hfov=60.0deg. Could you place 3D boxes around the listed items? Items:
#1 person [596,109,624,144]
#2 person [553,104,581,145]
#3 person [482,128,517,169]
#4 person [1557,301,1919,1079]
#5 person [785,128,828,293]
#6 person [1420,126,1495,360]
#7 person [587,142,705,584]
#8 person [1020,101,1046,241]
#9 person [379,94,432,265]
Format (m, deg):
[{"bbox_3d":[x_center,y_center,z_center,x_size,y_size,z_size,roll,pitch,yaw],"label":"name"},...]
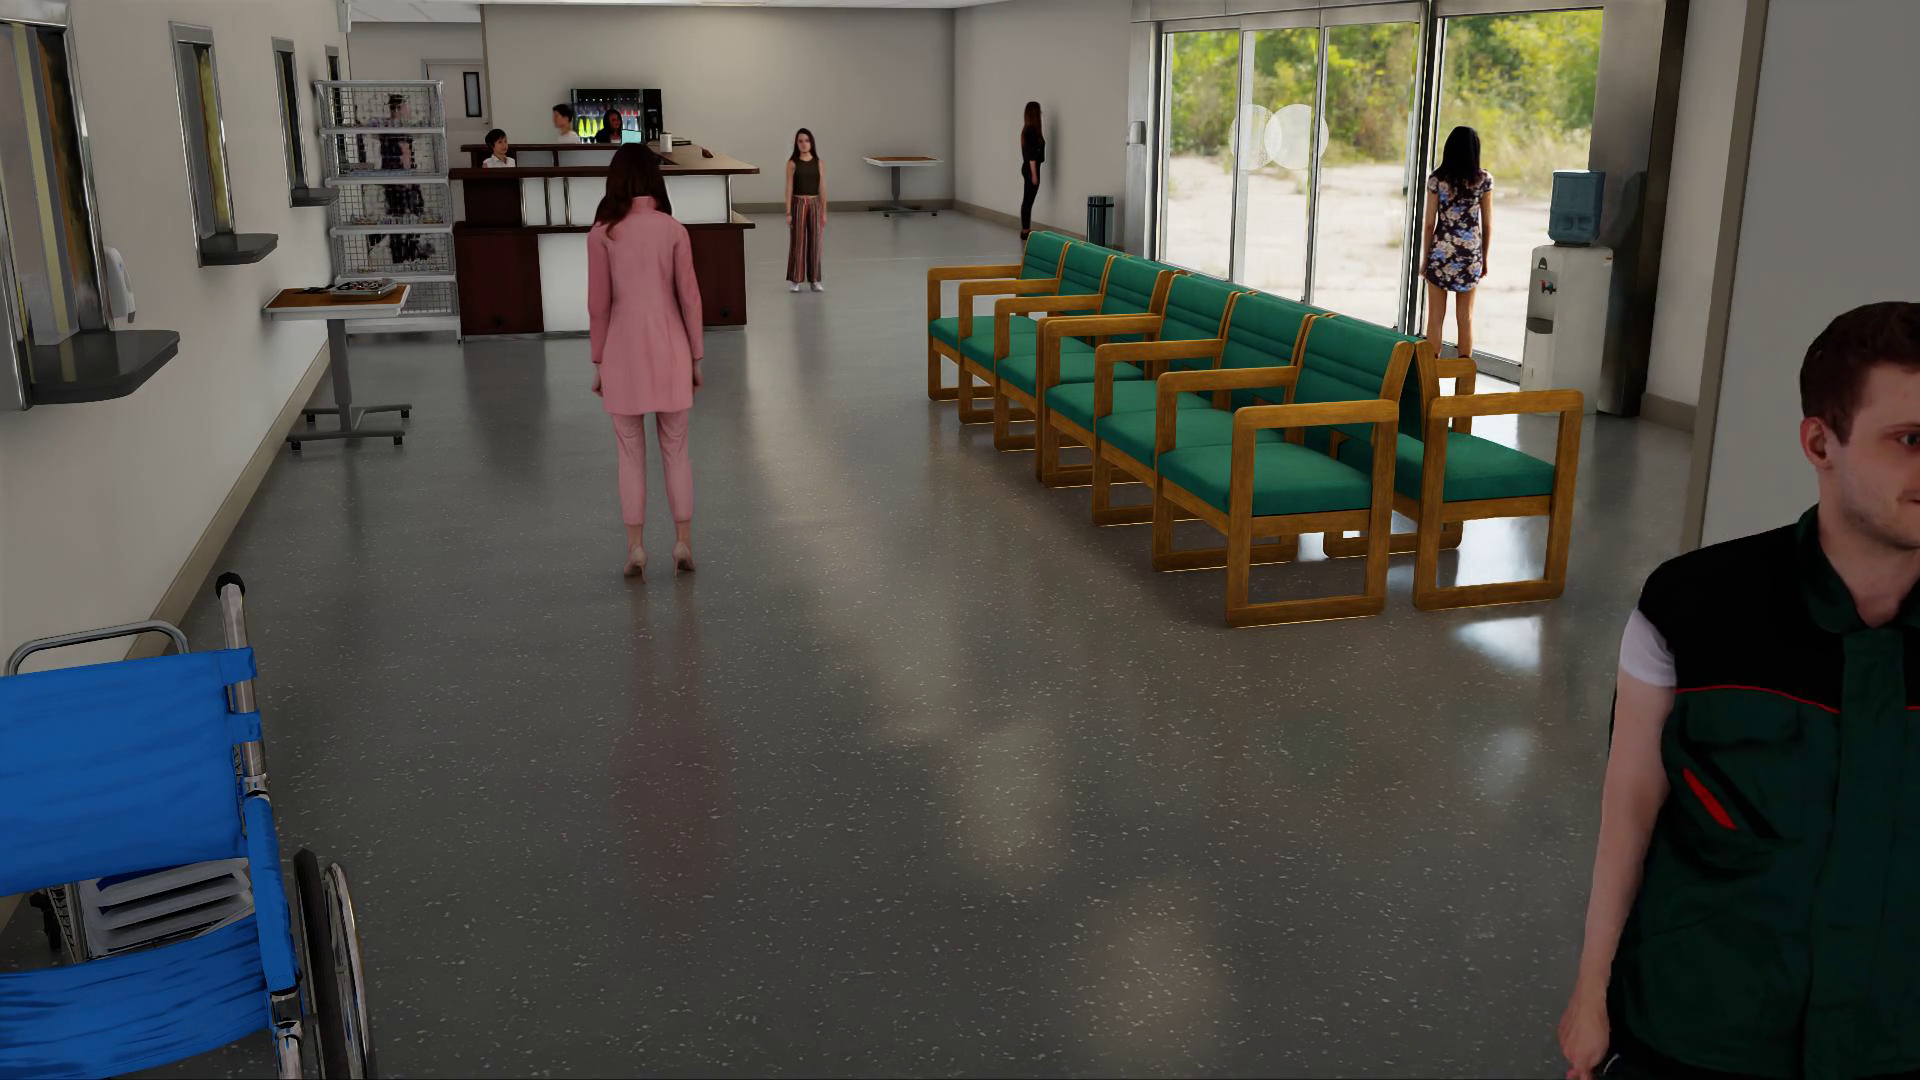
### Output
[{"bbox_3d":[-4.446,-4.696,21.319,0.724,1.616,0.817,-15,22,-42],"label":"person"},{"bbox_3d":[-4.454,-4.165,19.257,0.756,1.712,0.727,-9,18,-29],"label":"person"},{"bbox_3d":[-4.375,-3.139,15.906,0.704,1.556,0.639,10,18,31],"label":"person"},{"bbox_3d":[1.013,0.602,2.125,0.804,1.833,0.849,1,16,4],"label":"person"},{"bbox_3d":[-1.483,-3.180,16.042,0.442,1.561,0.624,-3,16,-12],"label":"person"},{"bbox_3d":[3.293,-1.869,11.075,0.596,1.733,0.724,3,16,9],"label":"person"},{"bbox_3d":[-1.303,-0.721,6.877,0.444,1.801,0.674,-4,16,-15],"label":"person"},{"bbox_3d":[0.888,-4.680,21.083,0.591,1.712,0.639,-1,16,-2],"label":"person"},{"bbox_3d":[-6.250,-3.961,18.320,0.846,1.827,0.844,-12,20,-37],"label":"person"}]
